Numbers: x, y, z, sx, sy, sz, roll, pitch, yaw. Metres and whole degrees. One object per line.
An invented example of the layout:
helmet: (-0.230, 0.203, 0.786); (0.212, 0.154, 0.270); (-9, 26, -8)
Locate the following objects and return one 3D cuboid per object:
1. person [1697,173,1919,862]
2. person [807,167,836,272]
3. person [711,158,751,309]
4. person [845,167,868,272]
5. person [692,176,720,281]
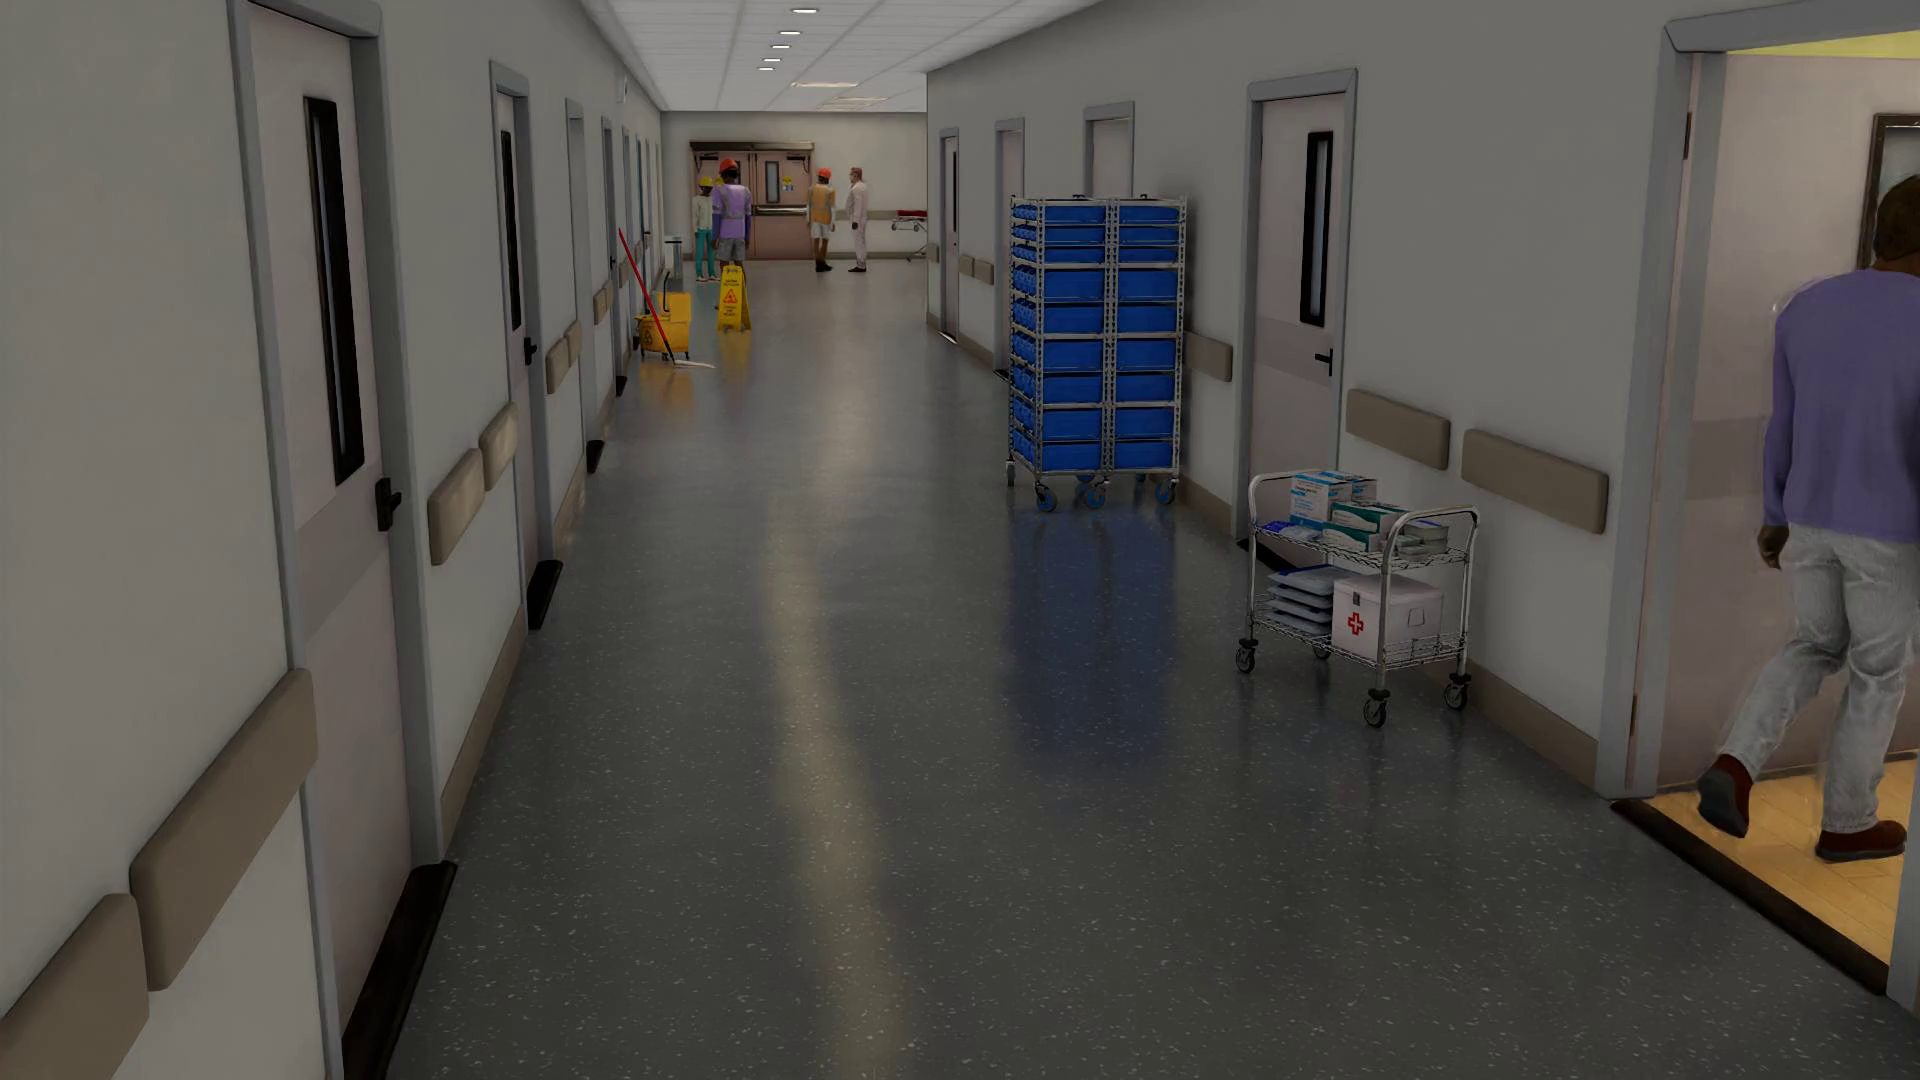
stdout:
person: (2.414, -0.020, 4.511); (0.581, 1.917, 0.647); (-5, 14, -22)
person: (-2.567, -5.889, 30.614); (0.609, 1.898, 0.673); (3, 13, 13)
person: (-3.122, -4.151, 22.615); (0.614, 2.030, 0.404); (-12, 17, -42)
person: (-1.902, -5.891, 30.610); (0.407, 1.906, 0.655); (1, 13, 6)
person: (-4.278, -5.252, 28.112); (0.518, 1.757, 0.337); (-10, 16, -38)
